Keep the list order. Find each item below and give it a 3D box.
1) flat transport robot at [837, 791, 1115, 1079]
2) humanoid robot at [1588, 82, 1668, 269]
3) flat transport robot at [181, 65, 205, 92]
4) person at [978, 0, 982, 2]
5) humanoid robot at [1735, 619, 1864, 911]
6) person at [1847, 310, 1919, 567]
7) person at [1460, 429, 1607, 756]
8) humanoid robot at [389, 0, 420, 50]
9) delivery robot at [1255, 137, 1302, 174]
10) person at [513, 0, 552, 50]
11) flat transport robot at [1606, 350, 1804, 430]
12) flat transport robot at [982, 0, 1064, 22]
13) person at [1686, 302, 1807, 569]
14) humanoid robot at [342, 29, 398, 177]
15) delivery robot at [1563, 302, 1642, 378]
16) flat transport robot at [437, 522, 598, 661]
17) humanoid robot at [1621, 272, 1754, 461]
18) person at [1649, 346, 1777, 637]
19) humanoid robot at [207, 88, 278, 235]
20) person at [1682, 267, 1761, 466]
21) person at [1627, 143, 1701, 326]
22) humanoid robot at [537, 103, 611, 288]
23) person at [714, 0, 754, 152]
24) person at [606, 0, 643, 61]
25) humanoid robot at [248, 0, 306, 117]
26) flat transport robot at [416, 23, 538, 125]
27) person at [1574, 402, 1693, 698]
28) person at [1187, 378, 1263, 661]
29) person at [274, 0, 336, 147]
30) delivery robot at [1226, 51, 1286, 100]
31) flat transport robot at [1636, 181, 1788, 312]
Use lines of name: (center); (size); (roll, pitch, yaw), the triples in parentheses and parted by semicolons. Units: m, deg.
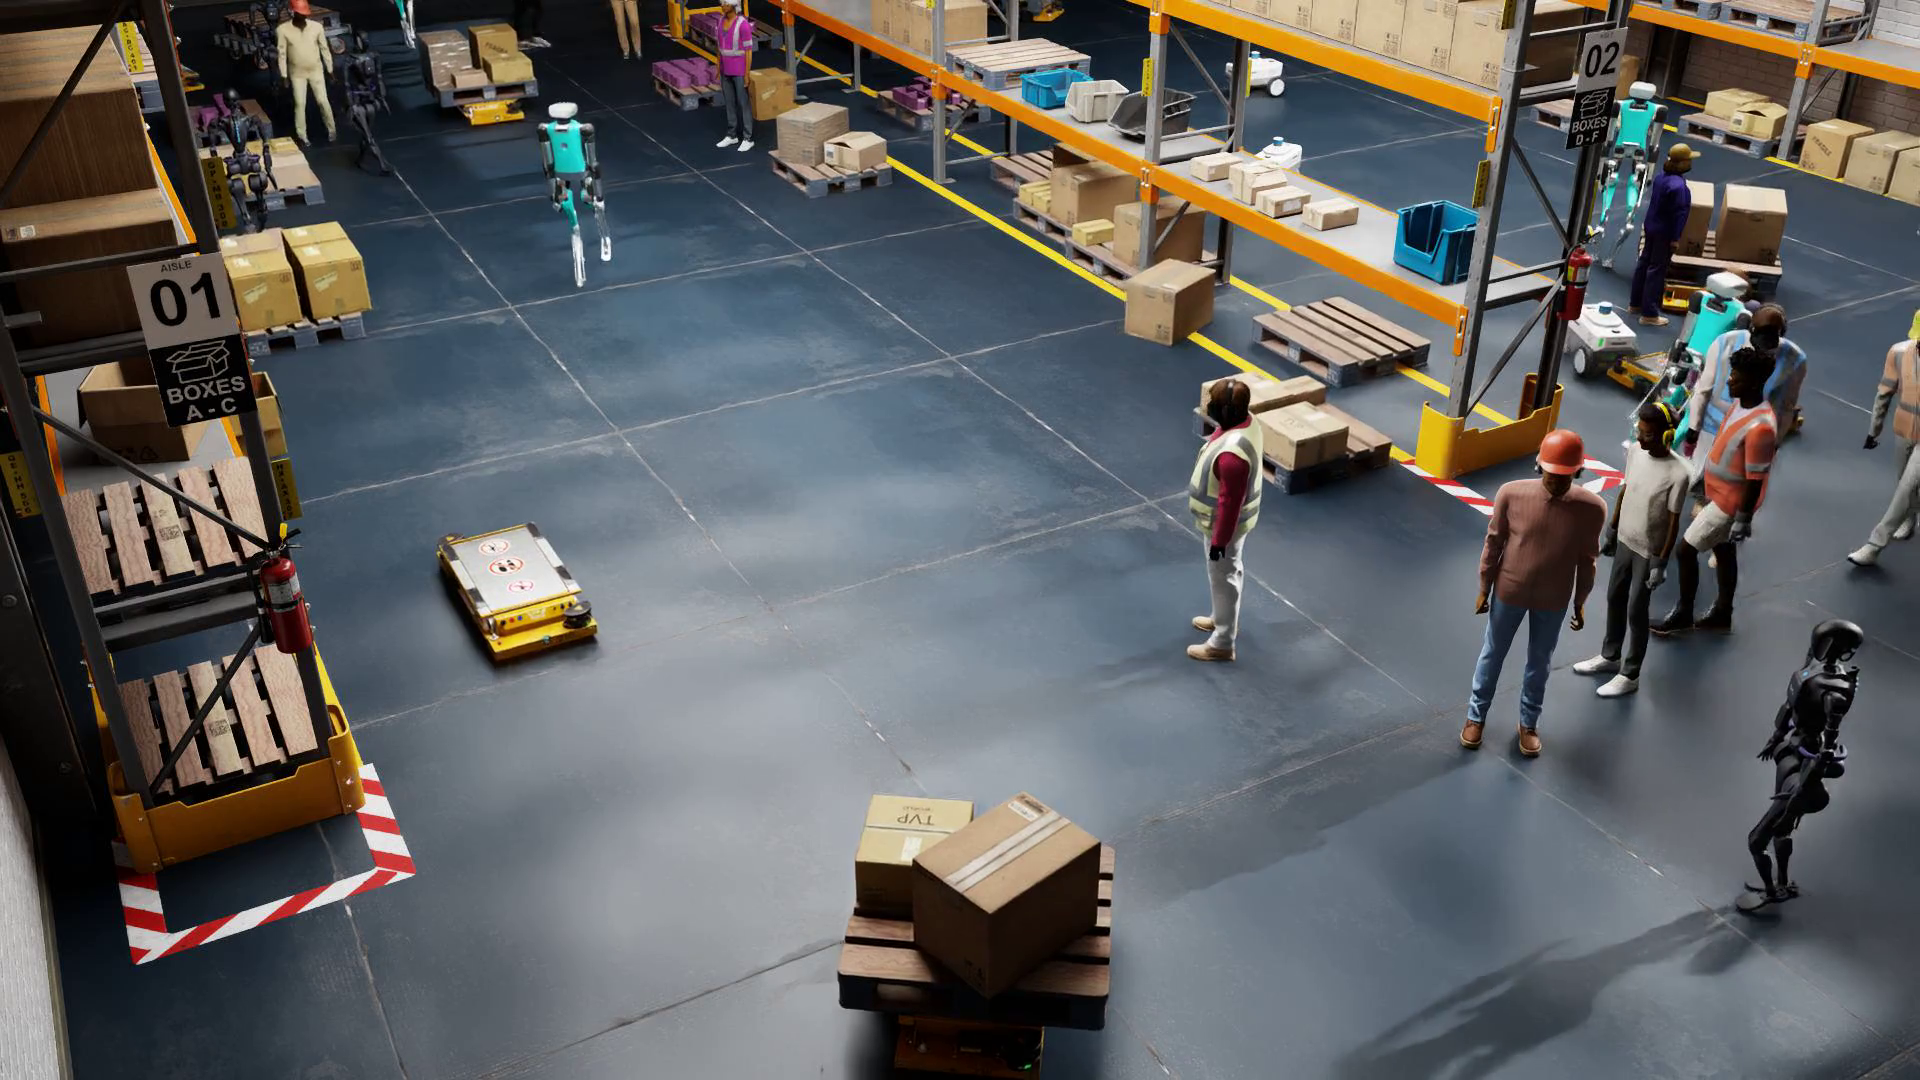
flat transport robot: (0.112, 1.968, 7.984); (0.659, 0.231, 1.431); (3, 30, 6)
humanoid robot: (6.330, -3.399, 15.868); (0.530, 1.776, 0.781); (11, 32, 18)
flat transport robot: (-10.666, -6.157, 22.128); (0.659, 0.231, 1.431); (-25, 38, -36)
person: (0.085, -6.805, 21.613); (0.406, 1.905, 0.650); (-13, 32, -21)
humanoid robot: (4.099, 1.086, 8.105); (0.369, 1.644, 0.588); (4, 30, 8)
person: (6.412, -0.731, 11.103); (1.026, 1.838, 0.623); (-19, 35, -29)
person: (3.159, 0.291, 9.173); (0.608, 1.995, 0.376); (7, 31, 13)
humanoid robot: (-7.969, -7.885, 23.725); (0.549, 1.777, 1.056); (-11, 32, -19)
delivery robot: (3.470, -4.120, 18.298); (0.499, 0.598, 0.802); (18, 34, 28)
person: (-6.135, -7.862, 23.610); (0.609, 1.739, 0.795); (-23, 37, -35)
flat transport robot: (6.034, -1.205, 13.508); (0.659, 0.231, 1.431); (-14, 33, -22)
flat transport robot: (0.830, -8.217, 25.714); (1.431, 0.231, 0.659); (10, 31, 17)
person: (5.236, -0.764, 11.183); (0.626, 1.826, 0.730); (16, 34, 26)
humanoid robot: (-6.658, -4.886, 18.556); (0.789, 1.616, 0.584); (15, 33, 25)
delivery robot: (5.431, -1.731, 14.124); (0.499, 0.583, 0.767); (-2, 30, -4)
flat transport robot: (-2.925, 0.297, 10.893); (0.659, 0.231, 1.431); (-16, 33, -25)
humanoid robot: (4.976, -0.954, 11.621); (0.801, 1.802, 0.549); (-13, 32, -22)
person: (4.632, -0.287, 10.230); (0.698, 1.940, 0.603); (10, 31, 16)
humanoid robot: (-7.053, -3.613, 16.335); (0.594, 1.629, 0.787); (-15, 33, -25)
person: (5.557, -1.207, 12.164); (0.533, 1.614, 0.453); (2, 30, 4)
person: (6.262, -2.724, 14.789); (0.327, 1.624, 0.450); (-1, 30, -1)
humanoid robot: (-3.583, -3.376, 15.856); (0.532, 1.773, 0.996); (2, 30, 4)
person: (-2.630, -5.459, 19.328); (0.514, 1.847, 0.337); (20, 35, 31)
person: (-4.659, -7.510, 23.027); (0.555, 1.717, 0.656); (-6, 30, -10)
humanoid robot: (-8.455, -6.118, 20.633); (0.599, 1.657, 0.315); (-16, 33, -25)
flat transport robot: (-6.039, -5.553, 21.077); (0.659, 0.231, 1.431); (-14, 33, -23)
person: (3.954, 0.051, 9.734); (0.352, 1.856, 0.523); (-10, 31, -16)
person: (1.587, -0.126, 10.053); (0.429, 1.839, 0.634); (7, 31, 12)
person: (-7.675, -5.509, 19.533); (0.604, 1.728, 0.383); (-17, 34, -27)
delivery robot: (3.847, -6.049, 21.653); (0.767, 0.595, 0.515); (-11, 32, -18)
flat transport robot: (6.990, -2.447, 15.670); (0.659, 0.231, 1.431); (11, 32, 18)
